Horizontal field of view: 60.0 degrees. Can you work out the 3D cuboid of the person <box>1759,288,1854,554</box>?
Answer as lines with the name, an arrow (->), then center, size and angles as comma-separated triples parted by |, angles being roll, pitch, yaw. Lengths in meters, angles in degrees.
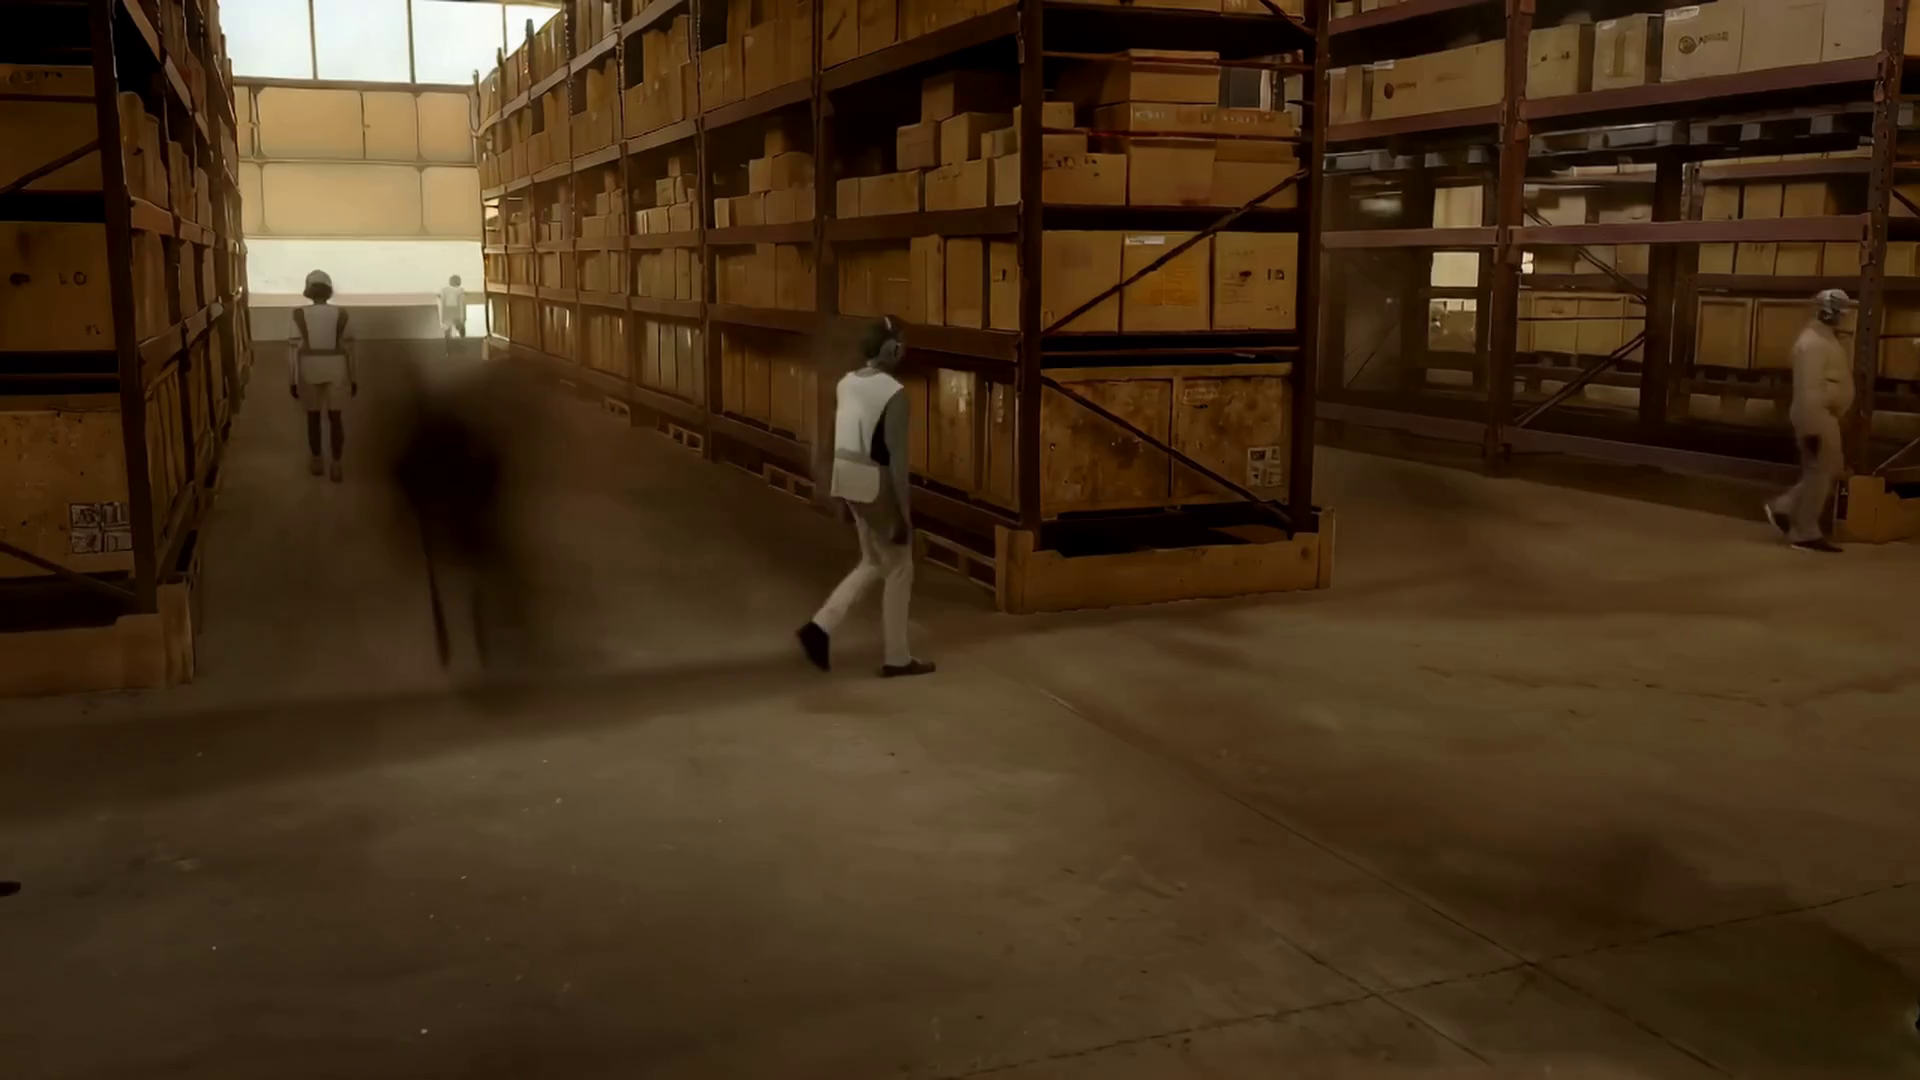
person -> 6.107, -0.852, 11.922 | 0.509, 1.887, 0.661 | 7, 12, 35

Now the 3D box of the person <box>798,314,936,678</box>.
person -> -0.445, -0.195, 8.184 | 0.630, 1.824, 0.580 | -6, 11, -33

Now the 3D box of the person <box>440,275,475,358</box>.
person -> -11.003, -4.853, 36.218 | 0.674, 1.786, 0.919 | 2, 10, 10

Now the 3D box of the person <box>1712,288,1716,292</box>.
person -> 16.769, -4.977, 36.759 | 0.388, 1.848, 0.564 | -1, 10, -9

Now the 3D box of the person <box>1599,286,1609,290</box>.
person -> 15.119, -5.320, 39.147 | 0.401, 1.733, 0.586 | 0, 9, 1

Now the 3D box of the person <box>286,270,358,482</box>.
person -> -6.103, -1.574, 15.955 | 0.633, 1.985, 1.044 | -4, 10, -25

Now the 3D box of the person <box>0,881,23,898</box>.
person -> -3.273, 0.405, 5.182 | 0.450, 1.619, 0.522 | -7, 12, -36

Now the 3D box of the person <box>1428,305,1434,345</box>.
person -> 11.538, -5.715, 41.644 | 0.922, 1.695, 0.495 | -4, 10, -23
